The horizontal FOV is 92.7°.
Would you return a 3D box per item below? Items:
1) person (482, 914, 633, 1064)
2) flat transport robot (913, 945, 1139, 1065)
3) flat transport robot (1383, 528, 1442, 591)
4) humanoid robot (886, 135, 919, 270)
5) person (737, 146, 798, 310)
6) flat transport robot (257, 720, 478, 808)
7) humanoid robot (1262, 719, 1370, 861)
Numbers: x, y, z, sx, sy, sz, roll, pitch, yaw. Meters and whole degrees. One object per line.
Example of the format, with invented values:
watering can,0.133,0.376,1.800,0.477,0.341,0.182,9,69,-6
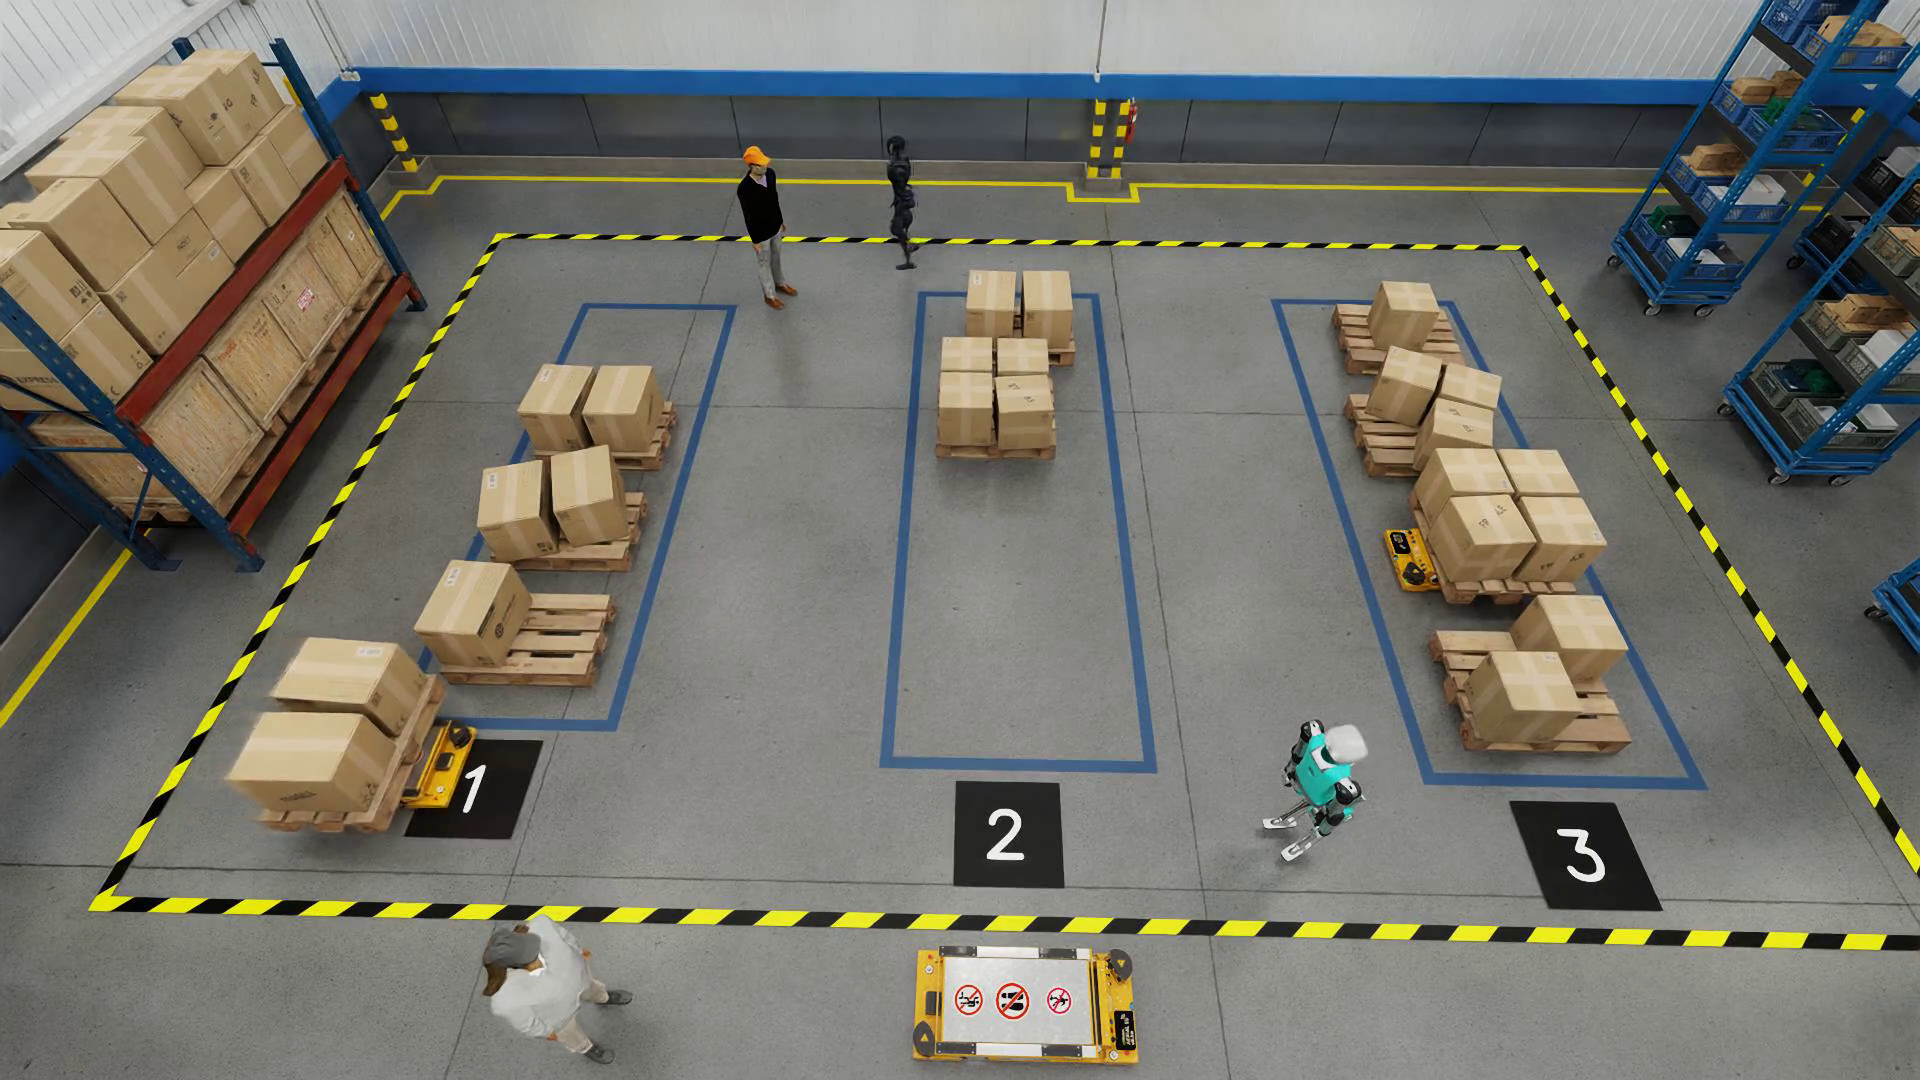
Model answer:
person,-2.374,2.633,5.371,0.400,1.769,0.562,5,51,4
flat transport robot,0.422,3.041,6.007,1.431,0.231,0.659,1,51,1
flat transport robot,4.689,0.155,8.342,1.431,0.197,0.652,1,51,1
humanoid robot,-0.671,-3.946,10.795,0.376,1.647,0.584,-8,51,-6
person,-2.171,-3.499,10.297,0.362,1.884,0.586,21,54,17
flat transport robot,-4.577,1.711,7.073,1.431,0.197,0.652,1,51,1
humanoid robot,2.495,1.657,6.104,0.735,1.671,0.533,-13,52,-10
